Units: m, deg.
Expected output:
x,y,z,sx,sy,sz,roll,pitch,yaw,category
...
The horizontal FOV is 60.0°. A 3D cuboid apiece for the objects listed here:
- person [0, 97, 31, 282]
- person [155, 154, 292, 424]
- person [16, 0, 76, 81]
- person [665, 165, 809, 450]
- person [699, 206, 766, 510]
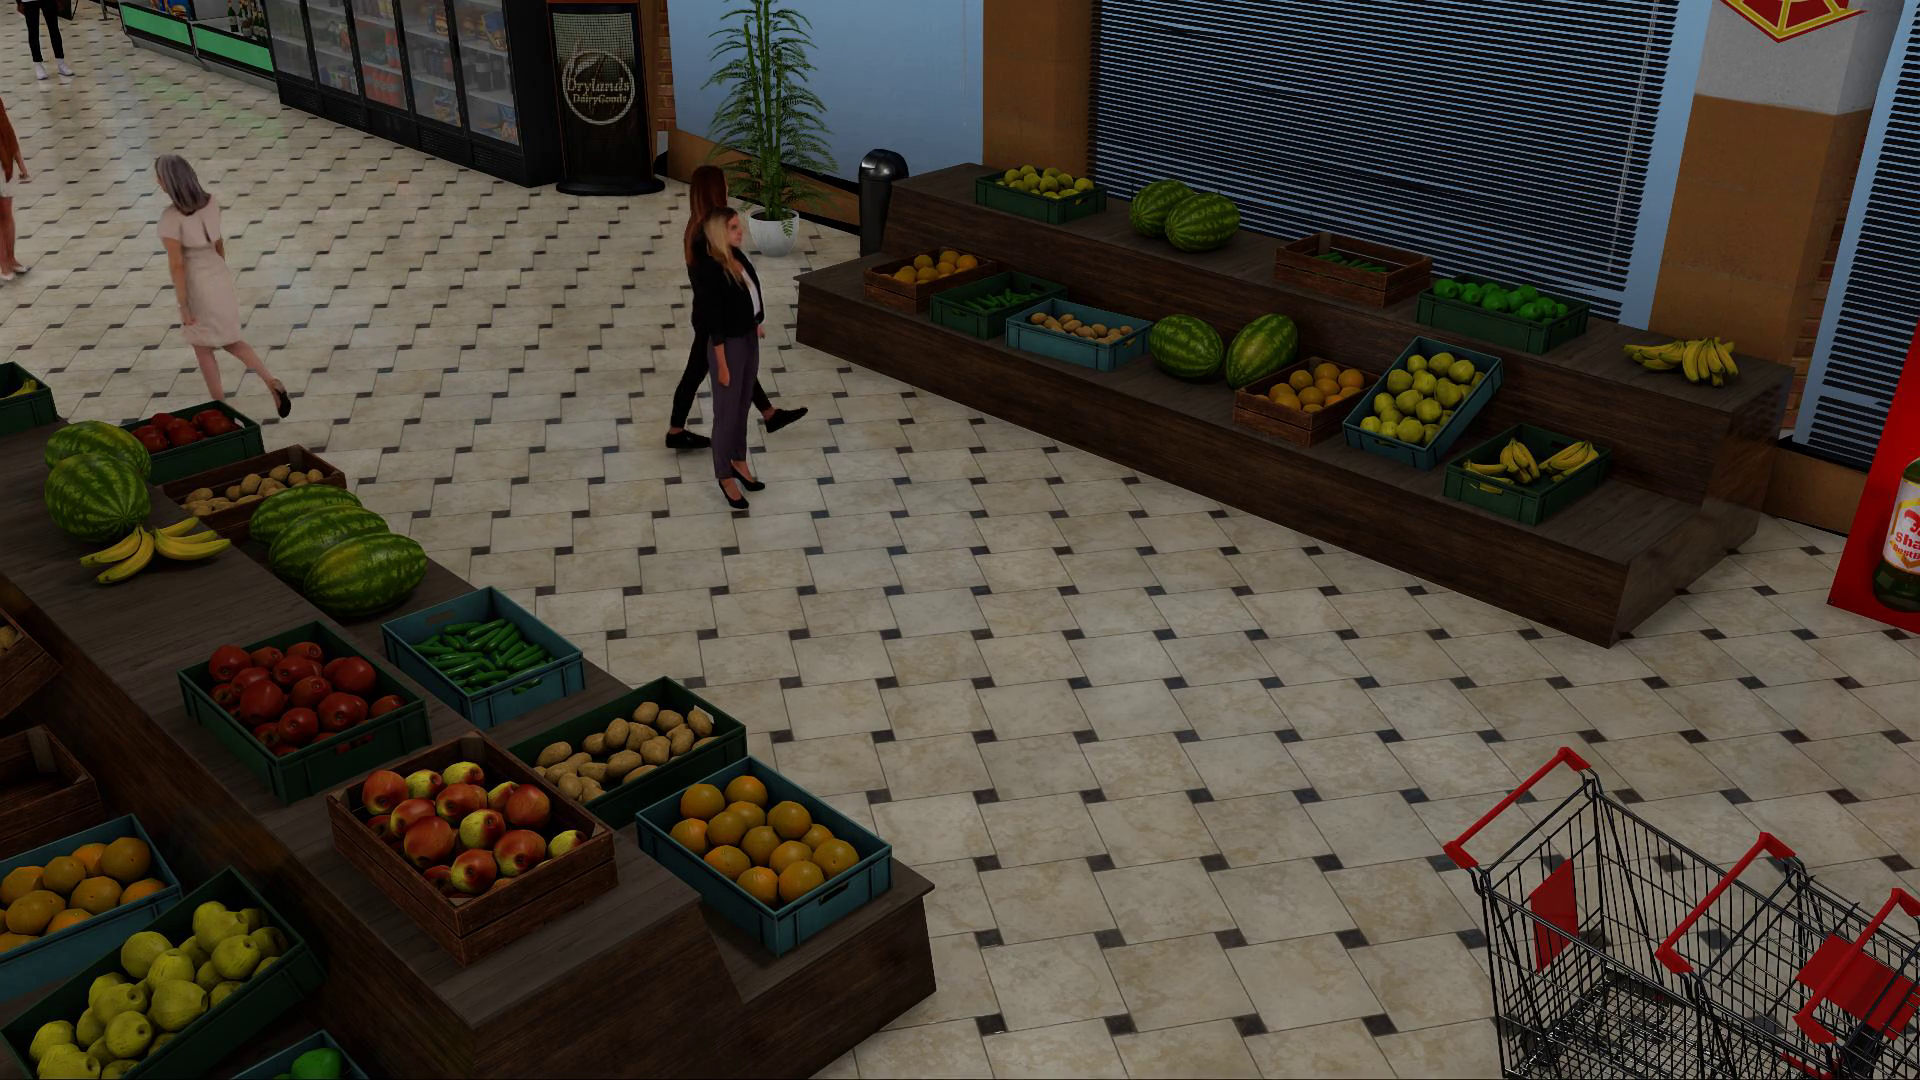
x,y,z,sx,sy,sz,roll,pitch,yaw,category
-7.468,-2.861,12.701,0.663,1.704,0.645,23,35,38,person
-4.376,-1.415,9.834,1.038,1.719,0.825,11,29,20,person
-10.823,-6.367,19.489,0.659,1.818,0.558,-24,35,-38,person
-1.527,-1.280,9.622,1.083,1.669,1.113,-4,27,-9,person
-1.248,-0.998,9.063,0.676,1.672,0.674,8,28,15,person
